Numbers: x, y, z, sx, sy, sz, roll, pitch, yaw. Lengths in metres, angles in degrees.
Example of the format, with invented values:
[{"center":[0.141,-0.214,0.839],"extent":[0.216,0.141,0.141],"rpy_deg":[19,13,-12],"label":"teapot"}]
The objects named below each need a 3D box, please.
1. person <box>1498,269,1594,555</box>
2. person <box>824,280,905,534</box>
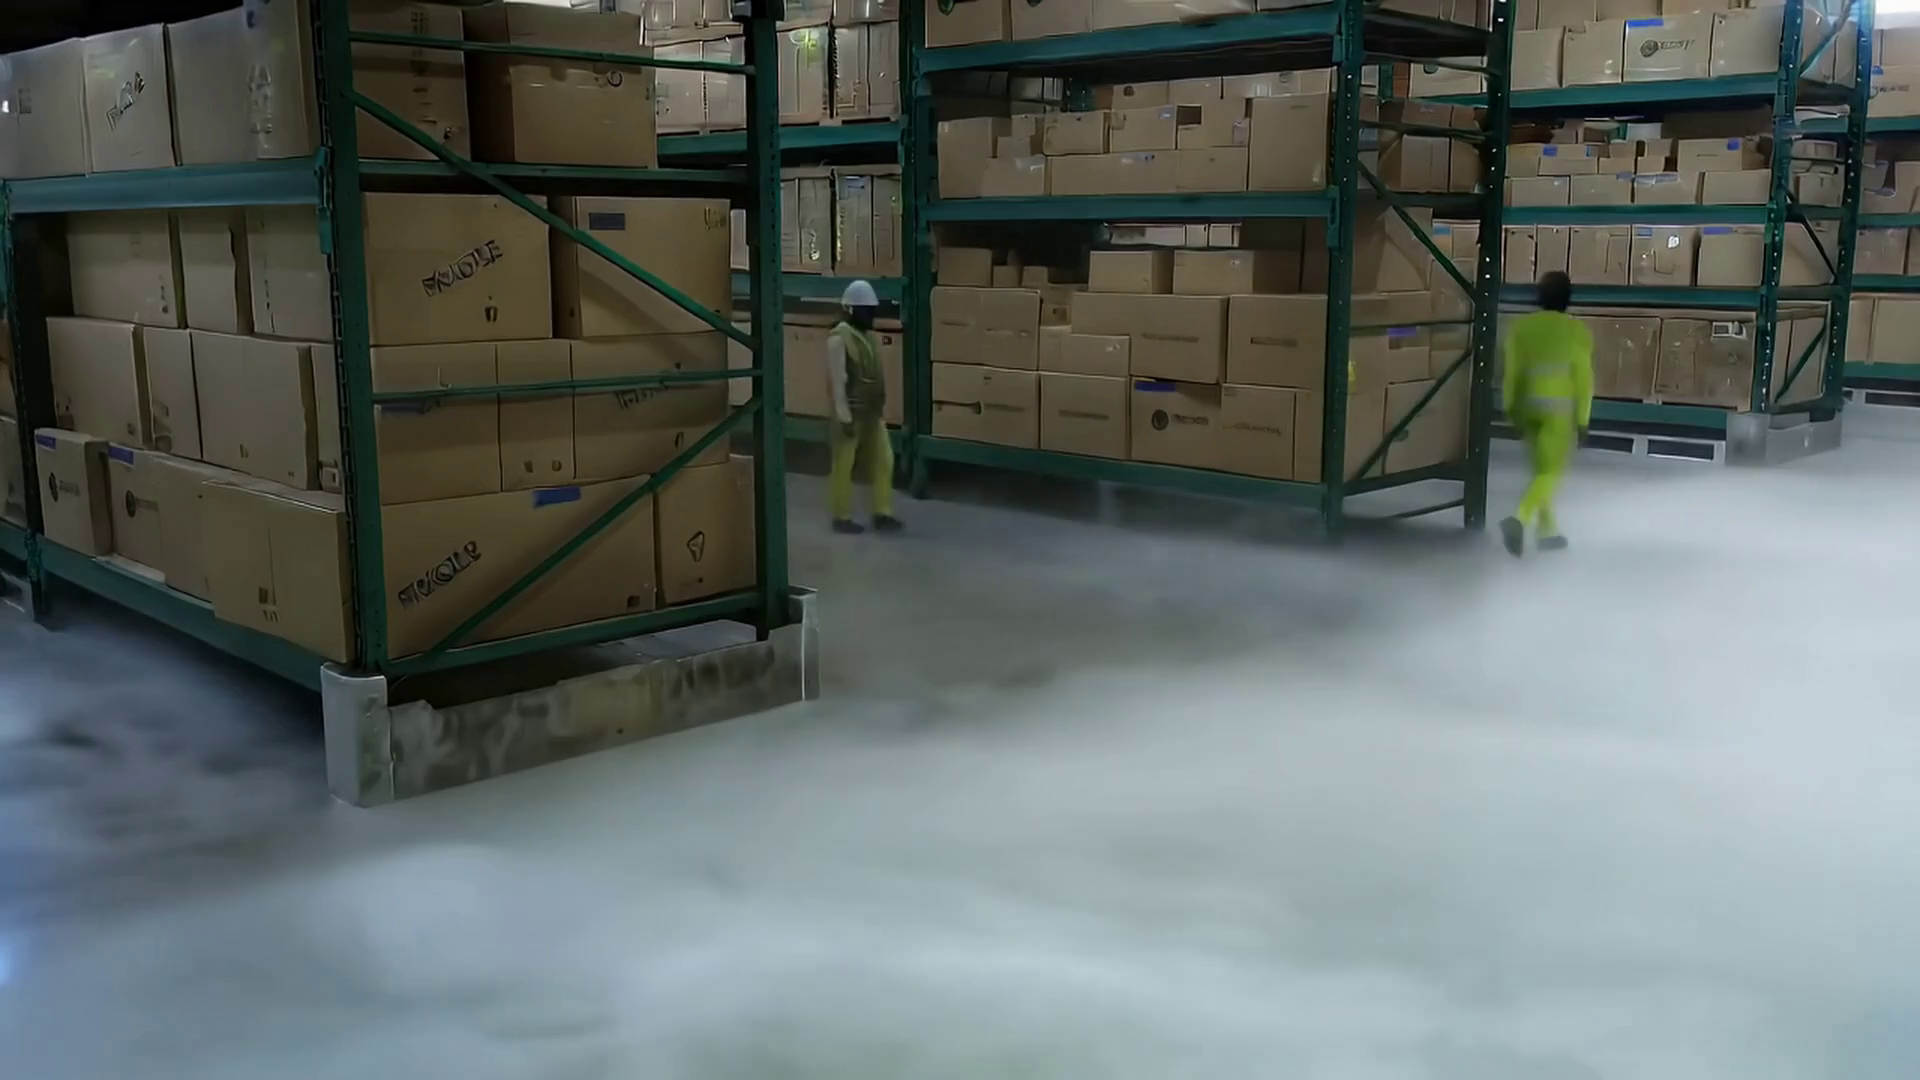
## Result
[{"center":[3.853,-0.834,11.033],"extent":[0.830,1.916,0.634],"rpy_deg":[-8,13,-36],"label":"person"},{"center":[-0.658,-0.924,11.795],"extent":[0.659,1.809,0.630],"rpy_deg":[6,12,30],"label":"person"}]
